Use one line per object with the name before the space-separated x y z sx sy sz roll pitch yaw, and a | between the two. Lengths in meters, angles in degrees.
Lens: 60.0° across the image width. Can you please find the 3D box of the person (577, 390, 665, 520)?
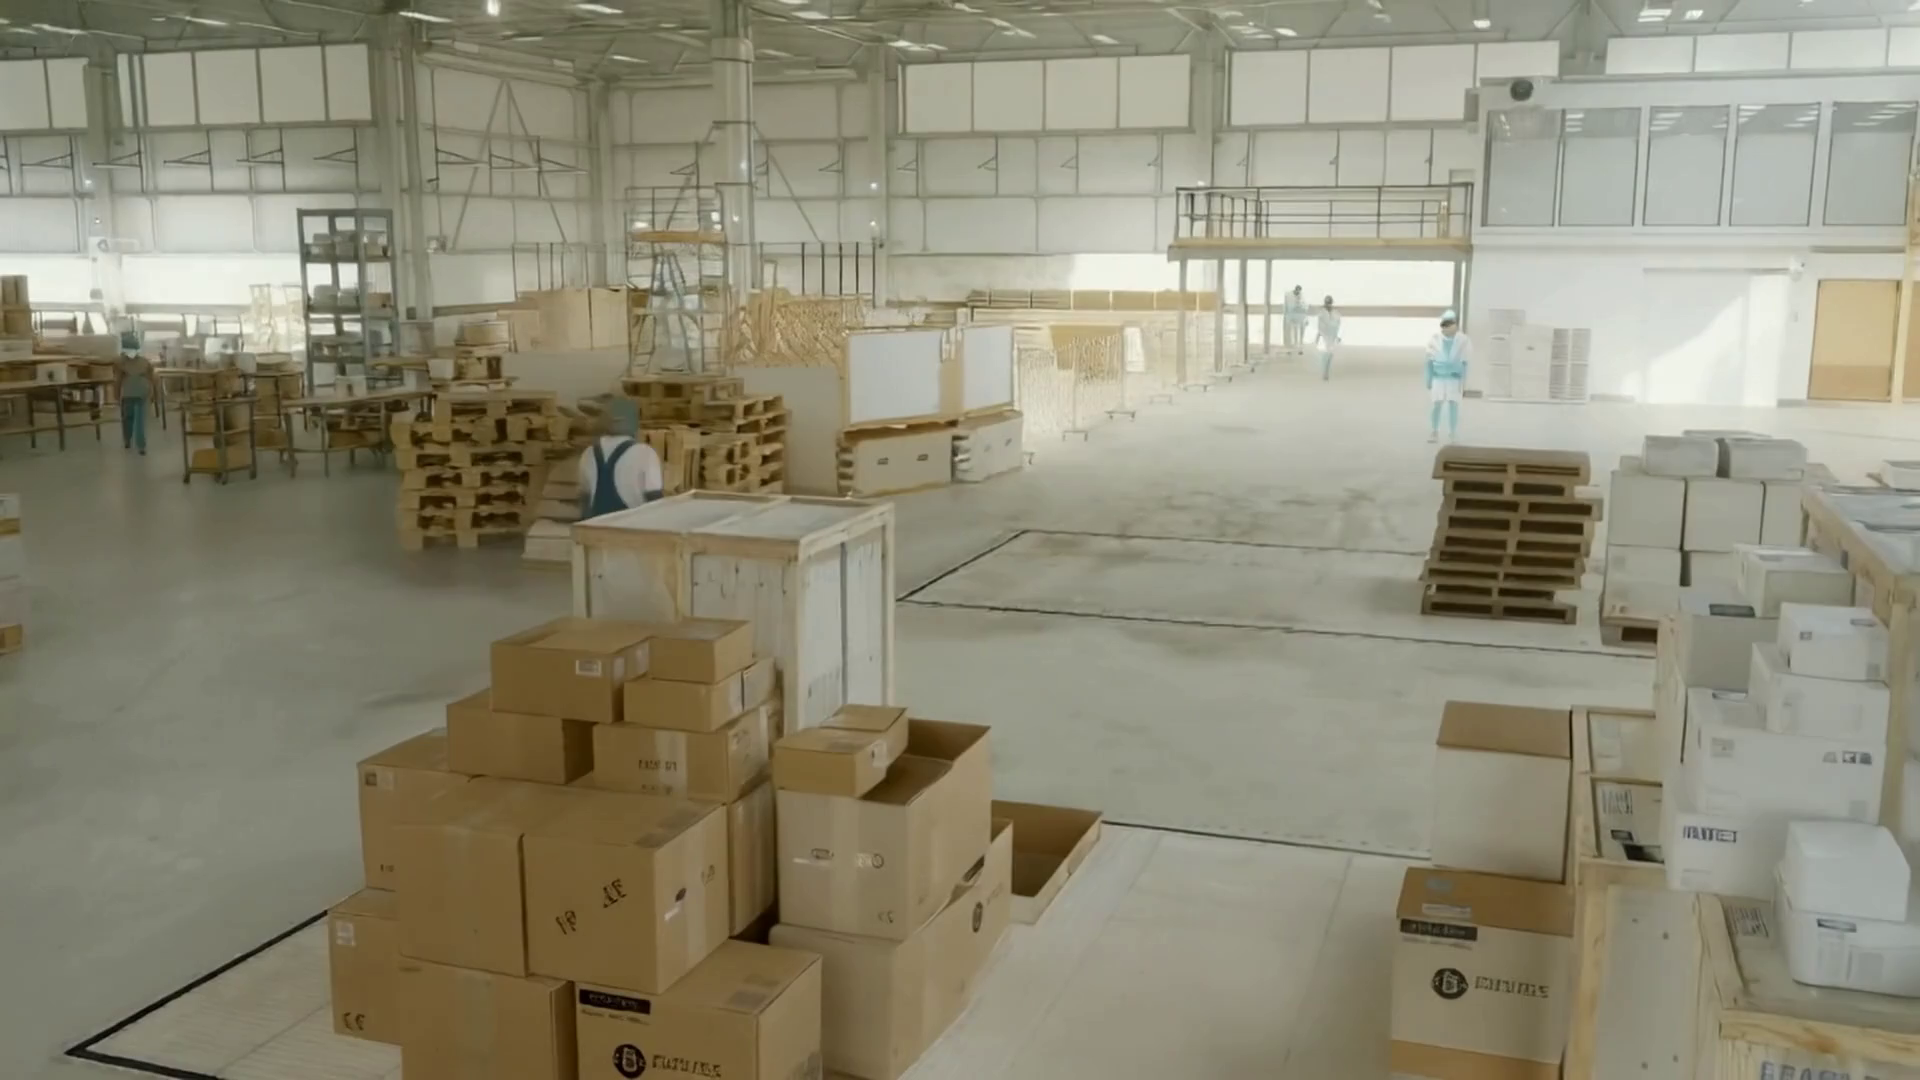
person | -2.426 -0.076 11.868 0.676 2.000 0.876 6 12 32

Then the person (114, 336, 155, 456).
person | -11.856 -2.071 23.926 0.535 1.740 0.484 -5 11 -28

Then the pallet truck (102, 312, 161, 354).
pallet truck | -23.057 -5.777 46.261 0.680 1.201 1.601 3 11 19

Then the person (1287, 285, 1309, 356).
person | 9.260 -6.020 45.659 0.595 1.925 0.374 3 11 19

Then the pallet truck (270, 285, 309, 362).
pallet truck | -17.147 -5.700 43.663 0.823 1.965 1.885 3 11 17

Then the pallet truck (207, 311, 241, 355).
pallet truck | -19.537 -5.575 44.913 0.653 1.274 1.630 3 11 19

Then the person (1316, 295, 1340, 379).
person | 8.345 -4.620 37.825 0.549 1.914 0.705 0 10 -1

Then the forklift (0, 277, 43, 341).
forklift | -27.151 -6.329 46.328 1.157 1.987 2.680 3 11 17

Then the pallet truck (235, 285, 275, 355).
pallet truck | -18.327 -5.835 44.421 0.823 1.965 1.885 4 11 23

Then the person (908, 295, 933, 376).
person | -0.927 -4.753 38.645 0.586 1.883 0.340 3 11 19

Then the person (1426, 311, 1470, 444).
person | 7.418 -2.468 25.339 0.616 2.039 0.387 3 11 19

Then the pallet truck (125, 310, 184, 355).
pallet truck | -22.038 -5.665 45.457 0.704 1.261 1.522 3 11 17

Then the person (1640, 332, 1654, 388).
person | 13.425 -3.657 32.629 0.380 1.836 0.649 -6 12 -32
